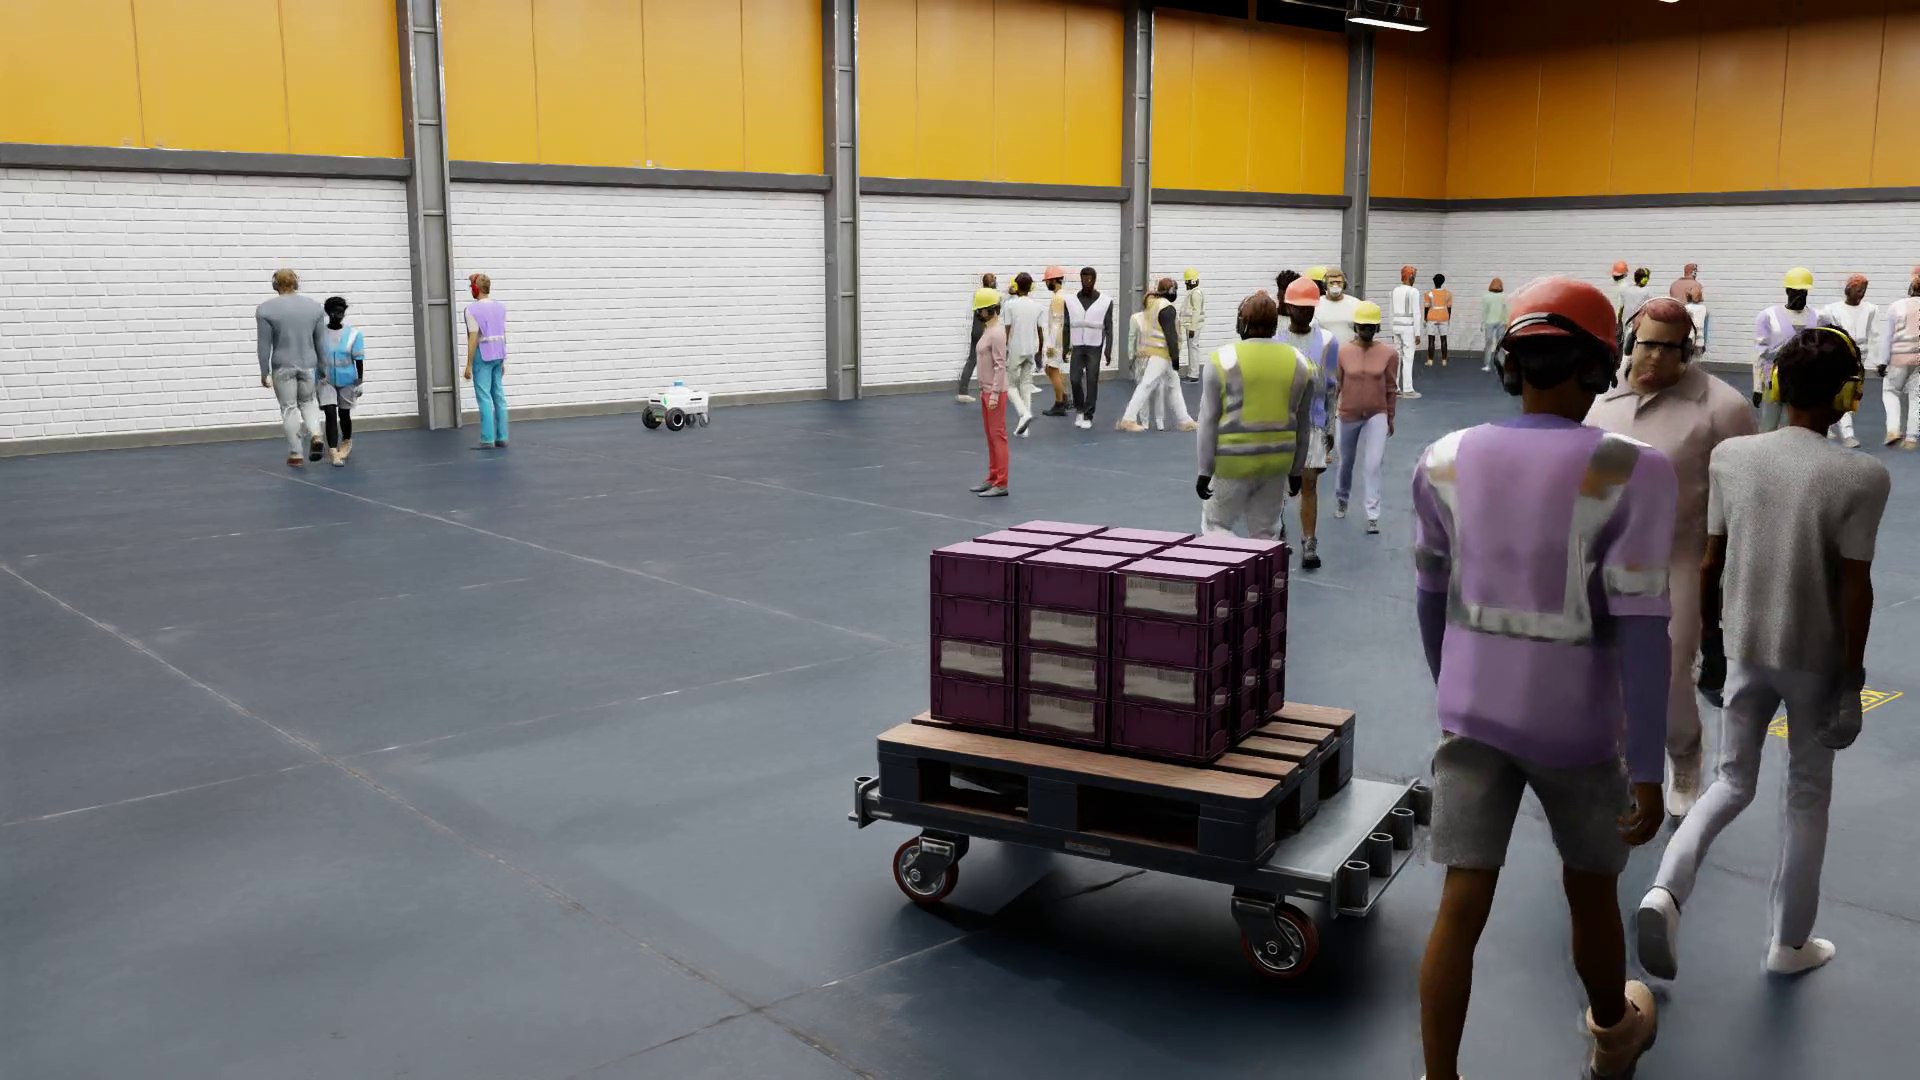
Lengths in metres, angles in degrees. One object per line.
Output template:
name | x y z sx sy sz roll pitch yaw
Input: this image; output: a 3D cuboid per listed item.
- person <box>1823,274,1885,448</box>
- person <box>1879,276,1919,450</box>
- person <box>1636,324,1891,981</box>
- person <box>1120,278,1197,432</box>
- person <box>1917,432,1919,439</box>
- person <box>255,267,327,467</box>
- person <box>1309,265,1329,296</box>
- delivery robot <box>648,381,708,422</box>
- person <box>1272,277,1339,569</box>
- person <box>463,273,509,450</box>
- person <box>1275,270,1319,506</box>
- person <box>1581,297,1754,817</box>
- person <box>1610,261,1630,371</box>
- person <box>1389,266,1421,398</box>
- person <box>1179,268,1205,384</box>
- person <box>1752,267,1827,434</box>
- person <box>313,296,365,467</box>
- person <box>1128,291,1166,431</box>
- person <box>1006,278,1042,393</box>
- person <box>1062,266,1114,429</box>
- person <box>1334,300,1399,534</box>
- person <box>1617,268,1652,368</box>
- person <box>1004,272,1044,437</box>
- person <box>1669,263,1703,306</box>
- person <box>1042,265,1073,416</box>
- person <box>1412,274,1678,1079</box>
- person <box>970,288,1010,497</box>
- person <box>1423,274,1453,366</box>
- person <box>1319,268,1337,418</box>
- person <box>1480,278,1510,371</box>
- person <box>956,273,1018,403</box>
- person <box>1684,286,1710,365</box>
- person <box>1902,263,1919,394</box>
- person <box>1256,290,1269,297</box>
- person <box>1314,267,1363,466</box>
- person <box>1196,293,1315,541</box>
person | 9.541 -1.940 17.933 0.587 1.839 0.999 0 10 3
person | 10.000 -1.852 17.456 0.643 1.815 0.452 3 10 15
person | 2.214 0.340 4.552 0.690 1.854 0.506 -7 12 -37
person | 2.314 -2.133 19.221 0.996 1.783 0.633 0 10 -1
person | 10.937 -1.969 18.195 0.755 1.783 0.703 1 10 6
person | -6.357 -1.639 15.871 0.638 1.922 0.491 -9 13 -41
person | 4.184 -2.298 19.776 0.459 1.909 0.603 2 10 11
delivery robot | -3.300 -1.623 19.514 0.477 0.478 0.707 8 13 39
person | 2.207 -0.776 10.943 0.568 1.883 0.985 0 10 2
person | -4.947 -1.865 17.433 0.373 1.841 0.569 5 11 25
person | 2.631 -1.280 13.797 0.625 1.924 0.891 1 10 3
person | 2.418 0.084 5.905 0.402 1.884 0.656 -9 14 -44
person | 10.787 -3.584 27.254 0.366 1.947 0.831 3 10 17
person | 6.372 -2.969 23.776 0.356 1.886 0.574 -5 11 -28
person | 3.688 -3.403 26.491 0.404 1.828 0.587 1 10 4
person | 7.097 -1.351 14.203 0.628 1.923 0.393 0 10 0
person | -6.098 -1.567 16.257 0.545 1.650 0.849 -4 10 -21
person | 2.204 -2.072 19.302 0.513 1.620 0.572 1 10 6
person | 0.914 -3.005 24.439 0.711 1.717 0.507 -6 12 -33
person | 1.491 -2.246 19.498 0.617 1.897 0.477 3 10 14
person | 2.997 -0.951 12.488 0.534 1.708 0.953 1 10 9
person | 10.069 -3.120 24.845 0.473 1.857 0.557 -8 12 -39
person | 0.686 -2.058 18.543 0.530 1.846 0.455 -4 11 -24
person | 12.378 -3.751 28.321 0.402 1.902 0.640 -5 11 -26
person | 1.223 -2.516 21.040 0.408 1.911 0.599 2 10 13
person | 1.335 0.396 3.800 0.645 1.978 1.010 9 13 42
person | 0.250 -1.240 14.032 0.327 1.760 0.524 -2 10 -9
person | 8.767 -4.033 30.553 0.536 1.697 0.322 0 10 0
person | 4.563 -2.442 20.738 0.687 1.869 0.888 8 12 39
person | 9.447 -3.802 29.392 0.497 1.633 0.283 1 10 5
person | 0.362 -2.795 23.051 1.035 1.773 0.521 -7 12 -37
person | 10.019 -2.656 22.716 0.519 1.626 0.432 -4 11 -24
person | 13.906 -3.049 24.106 0.757 1.930 0.691 5 11 28
person | 3.926 -2.454 21.612 0.498 1.595 0.819 1 10 3
person | 3.581 -1.648 15.964 0.658 1.905 0.912 1 10 8
person | 1.545 -0.385 8.816 0.654 1.827 0.449 -2 10 -12
